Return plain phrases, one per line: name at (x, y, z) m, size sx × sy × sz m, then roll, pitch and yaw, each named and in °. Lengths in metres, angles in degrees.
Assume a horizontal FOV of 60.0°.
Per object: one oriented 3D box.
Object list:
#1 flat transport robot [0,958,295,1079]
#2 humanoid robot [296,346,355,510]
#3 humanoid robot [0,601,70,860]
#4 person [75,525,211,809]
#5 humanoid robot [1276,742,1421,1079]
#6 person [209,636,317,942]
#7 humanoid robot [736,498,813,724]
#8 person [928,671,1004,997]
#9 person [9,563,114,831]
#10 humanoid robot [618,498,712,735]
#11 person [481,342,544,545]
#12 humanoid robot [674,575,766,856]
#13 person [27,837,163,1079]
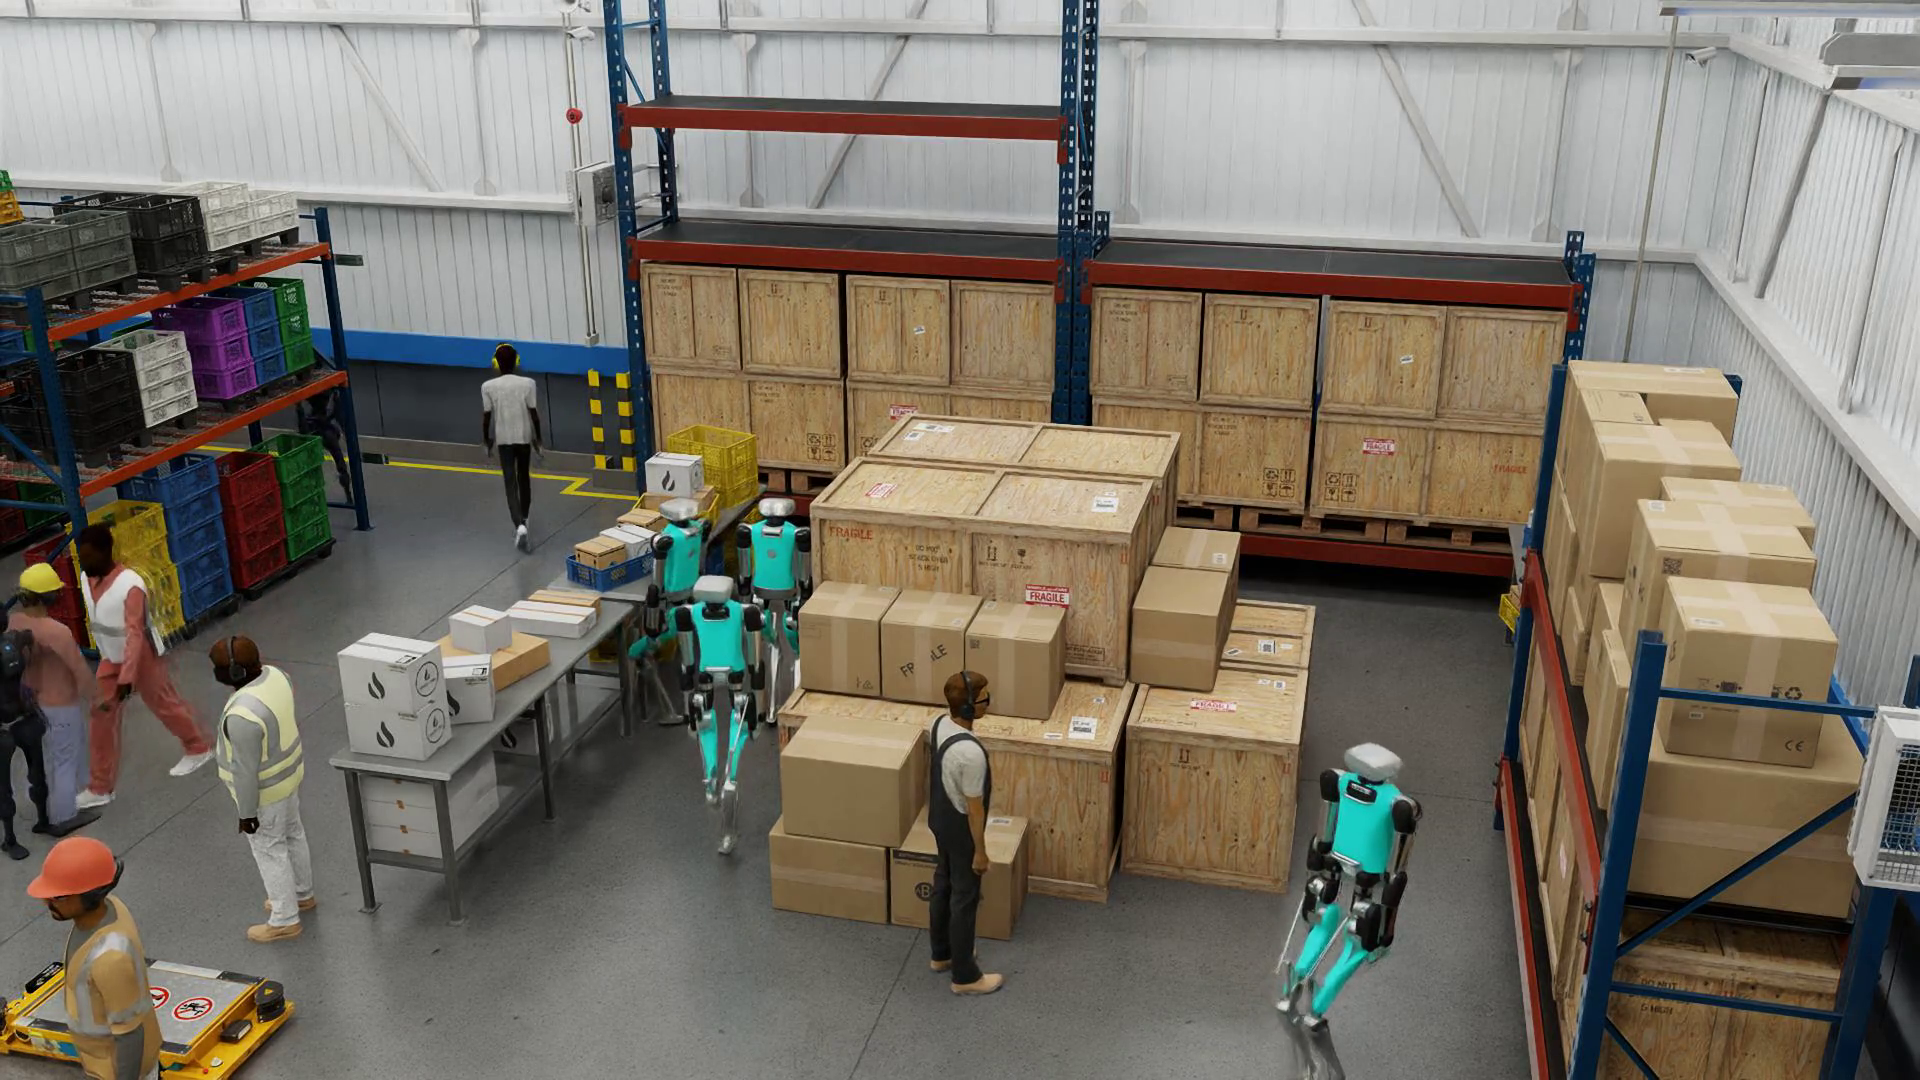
flat transport robot at (-4.270, 2.464, 8.601) m, size 1.431 × 0.231 × 0.659 m, roll 5°, pitch 22°, yaw 13°
humanoid robot at (-6.160, -1.071, 15.950) m, size 0.783 × 1.628 × 0.607 m, roll 9°, pitch 23°, yaw 21°
humanoid robot at (-5.766, 1.113, 10.140) m, size 0.315 × 1.657 × 0.599 m, roll 10°, pitch 23°, yaw 24°
person at (-5.431, 0.784, 10.762) m, size 0.583 × 1.863 × 0.995 m, roll 10°, pitch 23°, yaw 25°
humanoid robot at (1.808, 1.892, 8.022) m, size 0.780 × 1.743 × 0.623 m, roll -18°, pitch 27°, yaw -39°
person at (-3.884, 1.374, 9.270) m, size 0.429 × 1.834 × 0.631 m, roll -1°, pitch 21°, yaw -2°
humanoid robot at (-1.245, 0.467, 11.685) m, size 0.548 × 1.752 × 0.679 m, roll 2°, pitch 21°, yaw 5°
person at (0.009, 1.541, 8.807) m, size 0.346 × 1.845 × 0.504 m, roll -10°, pitch 23°, yaw -23°
person at (-5.587, 0.958, 10.469) m, size 0.539 × 1.749 × 0.625 m, roll 12°, pitch 24°, yaw 29°
humanoid robot at (-2.175, 0.511, 11.643) m, size 0.885 × 1.764 × 0.588 m, roll 13°, pitch 24°, yaw 30°
person at (-4.070, -0.889, 15.173) m, size 0.513 × 1.845 × 0.879 m, roll -8°, pitch 22°, yaw -20°
humanoid robot at (-1.463, 1.123, 10.076) m, size 0.542 × 1.743 × 1.023 m, roll 1°, pitch 21°, yaw 2°
person at (-3.535, 2.143, 6.951) m, size 0.365 × 2.048 × 0.607 m, roll -14°, pitch 25°, yaw -32°
